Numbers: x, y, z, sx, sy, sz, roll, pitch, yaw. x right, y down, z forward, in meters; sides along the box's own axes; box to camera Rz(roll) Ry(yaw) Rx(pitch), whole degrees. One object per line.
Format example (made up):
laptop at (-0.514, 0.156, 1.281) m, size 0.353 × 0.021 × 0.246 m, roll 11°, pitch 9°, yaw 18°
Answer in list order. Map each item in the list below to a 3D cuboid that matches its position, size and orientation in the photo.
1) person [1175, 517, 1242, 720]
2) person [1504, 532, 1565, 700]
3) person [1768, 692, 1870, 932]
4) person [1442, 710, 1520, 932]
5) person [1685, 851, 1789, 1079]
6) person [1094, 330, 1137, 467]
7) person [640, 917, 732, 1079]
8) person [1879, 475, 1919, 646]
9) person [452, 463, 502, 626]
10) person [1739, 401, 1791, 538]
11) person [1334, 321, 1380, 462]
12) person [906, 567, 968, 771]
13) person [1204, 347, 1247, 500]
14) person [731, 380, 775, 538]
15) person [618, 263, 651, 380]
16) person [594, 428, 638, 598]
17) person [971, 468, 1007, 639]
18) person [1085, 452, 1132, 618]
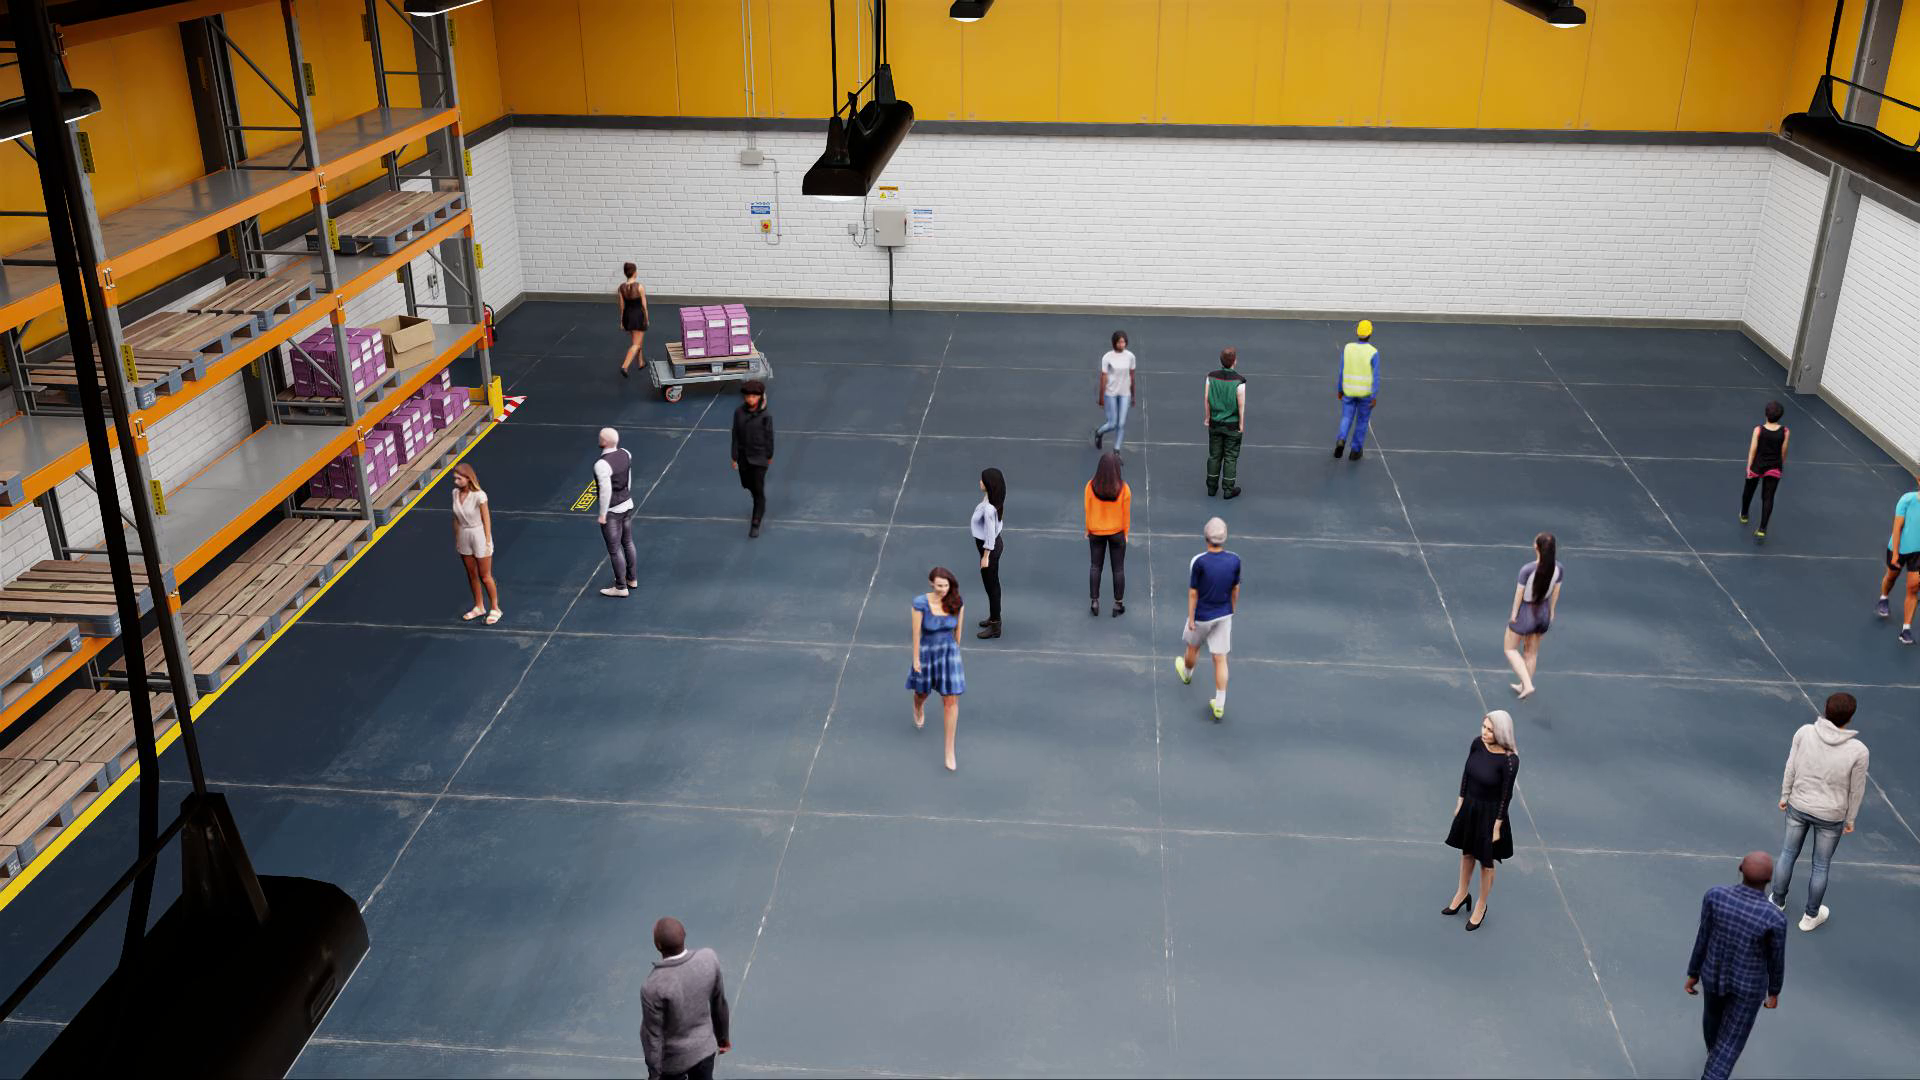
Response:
person at (2.266, 0.726, 14.787) m, size 0.890 × 1.782 × 1.240 m, roll -5°, pitch 24°, yaw -11°
person at (5.180, 0.731, 14.961) m, size 0.709 × 1.634 × 0.782 m, roll -5°, pitch 24°, yaw -12°
person at (6.146, 1.929, 11.948) m, size 0.761 × 1.852 × 0.769 m, roll 16°, pitch 29°, yaw 33°
person at (3.746, 1.992, 11.936) m, size 0.757 × 1.747 × 0.674 m, roll -13°, pitch 27°, yaw -28°
person at (4.723, 2.743, 10.182) m, size 1.111 × 1.775 × 1.237 m, roll 21°, pitch 31°, yaw 39°
person at (1.919, -1.795, 20.649) m, size 0.761 × 1.707 × 0.889 m, roll -7°, pitch 25°, yaw -15°
person at (-1.540, 2.994, 9.584) m, size 1.083 × 1.795 × 1.154 m, roll -17°, pitch 29°, yaw -34°
person at (9.290, 0.082, 16.342) m, size 0.846 × 1.717 × 1.274 m, roll 7°, pitch 25°, yaw 16°
person at (-4.820, 0.005, 16.550) m, size 0.647 × 1.691 × 0.649 m, roll 11°, pitch 26°, yaw 24°
person at (8.984, -0.764, 18.528) m, size 0.737 × 1.518 × 1.090 m, roll 9°, pitch 25°, yaw 19°
person at (4.893, -1.801, 20.547) m, size 0.885 × 1.800 × 1.021 m, roll 13°, pitch 27°, yaw 27°
person at (-0.229, 1.023, 14.119) m, size 0.876 × 1.774 × 1.191 m, roll -5°, pitch 24°, yaw -12°
person at (3.121, -1.389, 19.550) m, size 0.735 × 1.843 × 0.737 m, roll 13°, pitch 27°, yaw 27°
person at (-2.330, -0.974, 18.709) m, size 0.677 × 1.756 × 1.106 m, roll 4°, pitch 24°, yaw 9°
person at (-4.674, -3.089, 23.694) m, size 0.775 × 1.638 × 1.156 m, roll 9°, pitch 25°, yaw 20°
person at (-3.542, -0.301, 17.086) m, size 0.806 × 1.823 × 0.628 m, roll 8°, pitch 25°, yaw 18°
person at (0.299, 0.119, 16.225) m, size 0.707 × 1.744 × 0.481 m, roll 3°, pitch 24°, yaw 6°
person at (1.473, -0.058, 16.624) m, size 0.662 × 1.749 × 0.619 m, roll 7°, pitch 25°, yaw 15°
